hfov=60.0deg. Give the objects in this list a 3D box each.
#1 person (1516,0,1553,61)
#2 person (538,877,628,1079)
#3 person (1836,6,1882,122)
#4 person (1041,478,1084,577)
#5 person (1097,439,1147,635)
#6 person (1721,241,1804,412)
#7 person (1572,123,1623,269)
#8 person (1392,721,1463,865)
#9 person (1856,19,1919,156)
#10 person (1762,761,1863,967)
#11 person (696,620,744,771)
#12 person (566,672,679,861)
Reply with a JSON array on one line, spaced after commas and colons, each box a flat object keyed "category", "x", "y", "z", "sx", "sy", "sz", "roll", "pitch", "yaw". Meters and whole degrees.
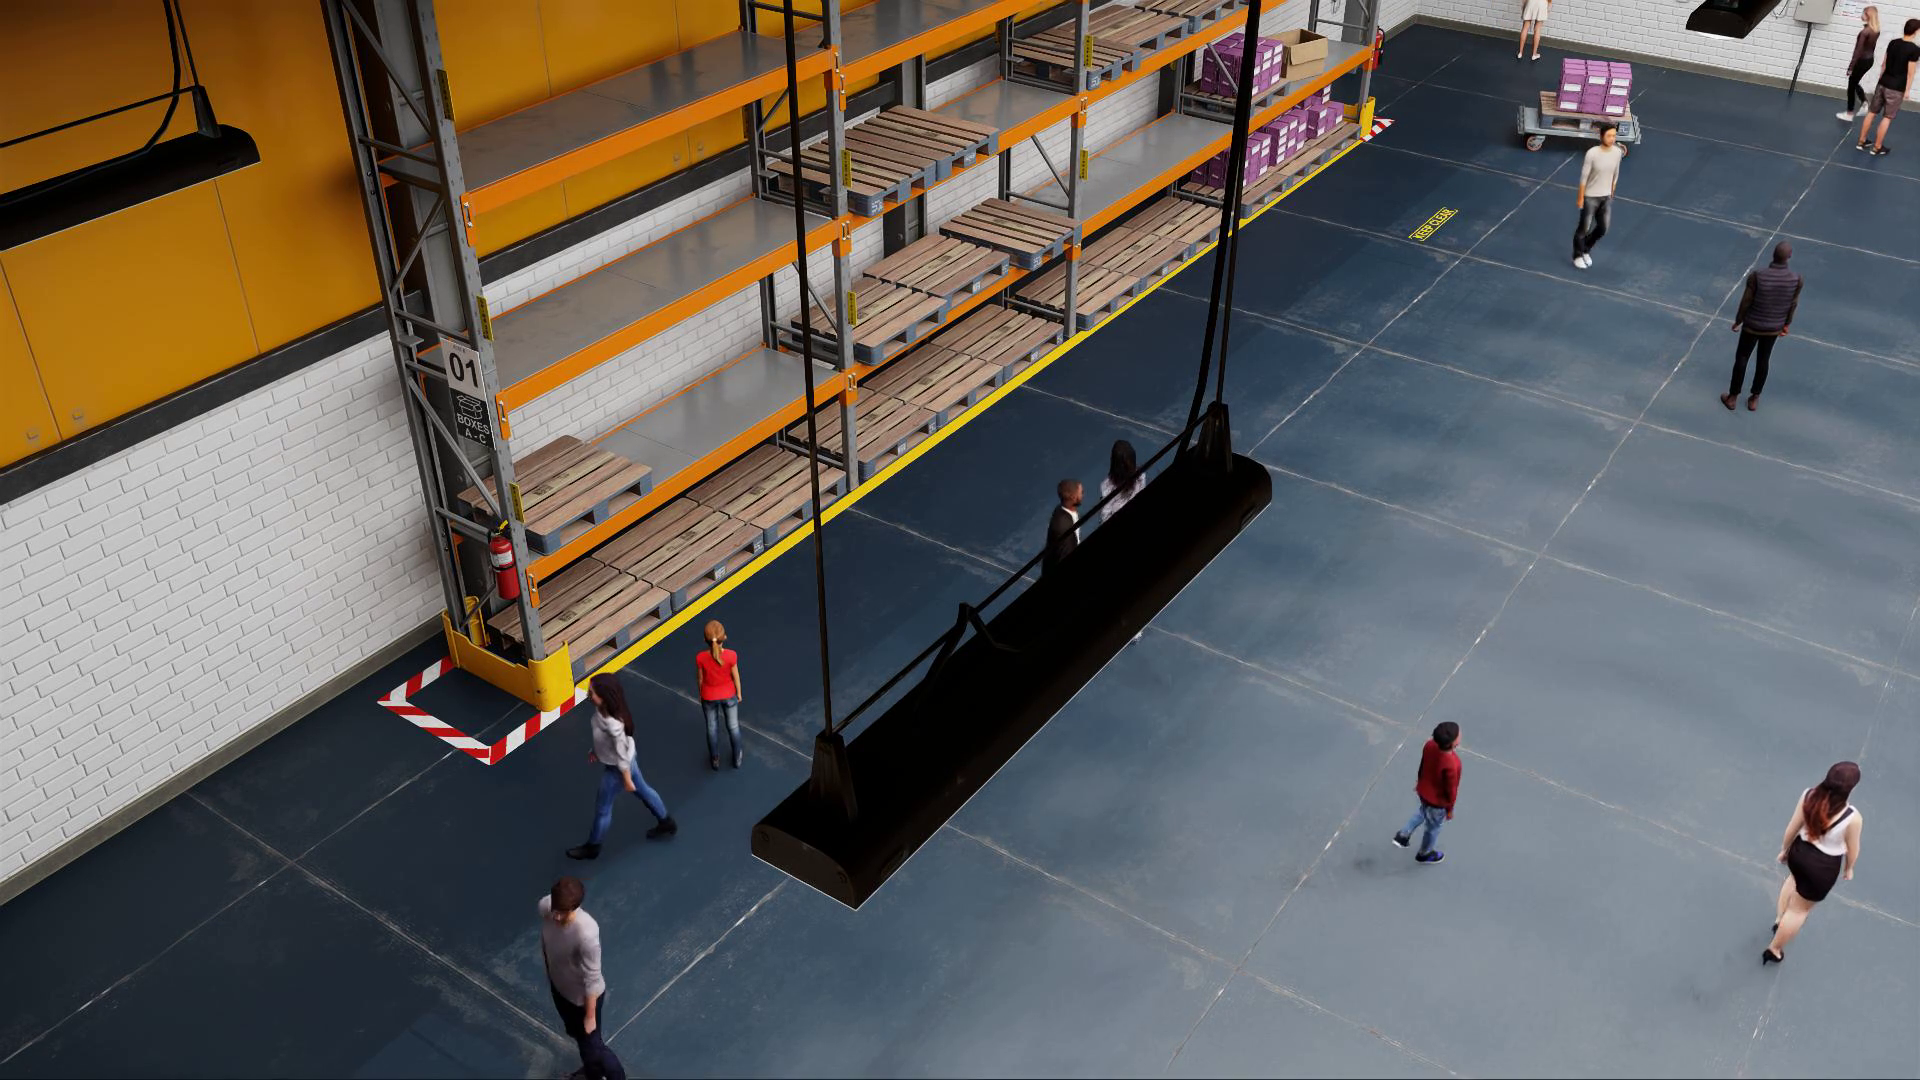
[{"category": "person", "x": 9.288, "y": -8.631, "z": 26.793, "sx": 0.639, "sy": 1.723, "sz": 0.606, "roll": 15, "pitch": 37, "yaw": 22}, {"category": "person", "x": -2.258, "y": 2.628, "z": 9.760, "sx": 0.664, "sy": 1.827, "sz": 0.754, "roll": -14, "pitch": 36, "yaw": -20}, {"category": "person", "x": 13.201, "y": -6.887, "z": 24.207, "sx": 0.742, "sy": 1.681, "sz": 0.806, "roll": -20, "pitch": 39, "yaw": -27}, {"category": "person", "x": 0.789, "y": 0.295, "z": 13.301, "sx": 0.925, "sy": 1.793, "sz": 0.727, "roll": 9, "pitch": 35, "yaw": 13}, {"category": "person", "x": 1.377, "y": -0.005, "z": 13.850, "sx": 1.209, "sy": 1.684, "sz": 1.148, "roll": -12, "pitch": 35, "yaw": -17}, {"category": "person", "x": 8.196, "y": -2.194, "z": 17.008, "sx": 0.777, "sy": 1.835, "sz": 0.732, "roll": 6, "pitch": 34, "yaw": 8}, {"category": "person", "x": 7.600, "y": -4.167, "z": 20.007, "sx": 0.774, "sy": 1.799, "sz": 0.838, "roll": -6, "pitch": 34, "yaw": -10}, {"category": "person", "x": 3.250, "y": 1.775, "z": 11.566, "sx": 0.706, "sy": 1.248, "sz": 0.644, "roll": -9, "pitch": 35, "yaw": -14}, {"category": "person", "x": 13.001, "y": -6.342, "z": 23.229, "sx": 0.744, "sy": 1.856, "sz": 0.734, "roll": -14, "pitch": 36, "yaw": -20}, {"category": "person", "x": 5.428, "y": 2.125, "z": 10.693, "sx": 0.748, "sy": 1.632, "sz": 0.674, "roll": -21, "pitch": 39, "yaw": -28}, {"category": "person", "x": -1.801, "y": 1.166, "z": 12.429, "sx": 0.549, "sy": 1.307, "sz": 0.610, "roll": -6, "pitch": 34, "yaw": -9}, {"category": "person", "x": -2.302, "y": 1.547, "z": 11.598, "sx": 1.099, "sy": 1.592, "sz": 1.022, "roll": -7, "pitch": 34, "yaw": -11}]
